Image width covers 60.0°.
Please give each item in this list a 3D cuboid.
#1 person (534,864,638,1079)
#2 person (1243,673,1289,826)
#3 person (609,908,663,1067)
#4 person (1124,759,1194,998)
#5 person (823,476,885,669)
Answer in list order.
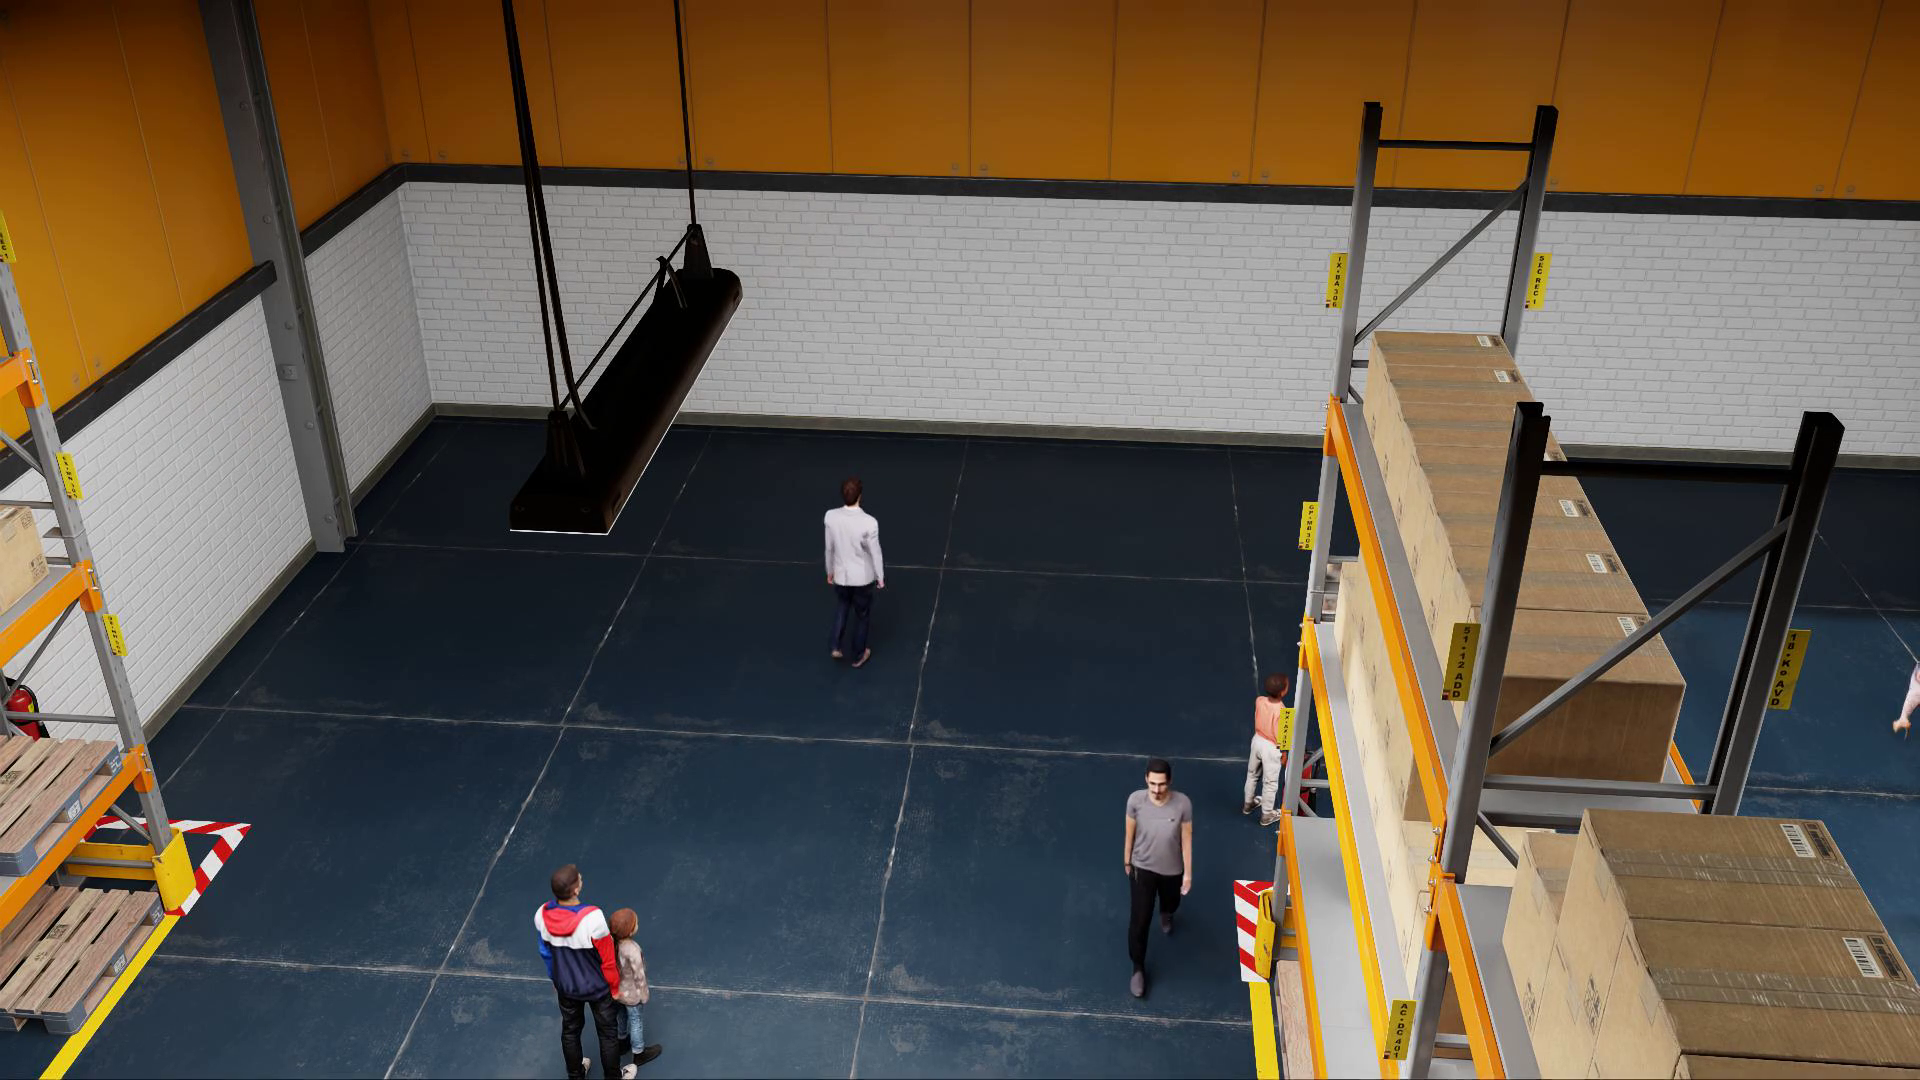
[{"bbox_3d":[-2.342,2.729,10.310,0.663,1.757,0.586,6,29,11],"label":"person"},{"bbox_3d":[2.377,1.598,12.853,0.602,1.307,0.539,-21,35,-33],"label":"person"},{"bbox_3d":[-2.137,2.857,10.666,0.548,1.193,0.591,23,36,36],"label":"person"},{"bbox_3d":[1.358,2.181,11.340,0.613,1.733,1.072,2,29,4],"label":"person"},{"bbox_3d":[-0.969,0.341,14.604,0.778,1.837,0.808,11,31,20],"label":"person"}]
